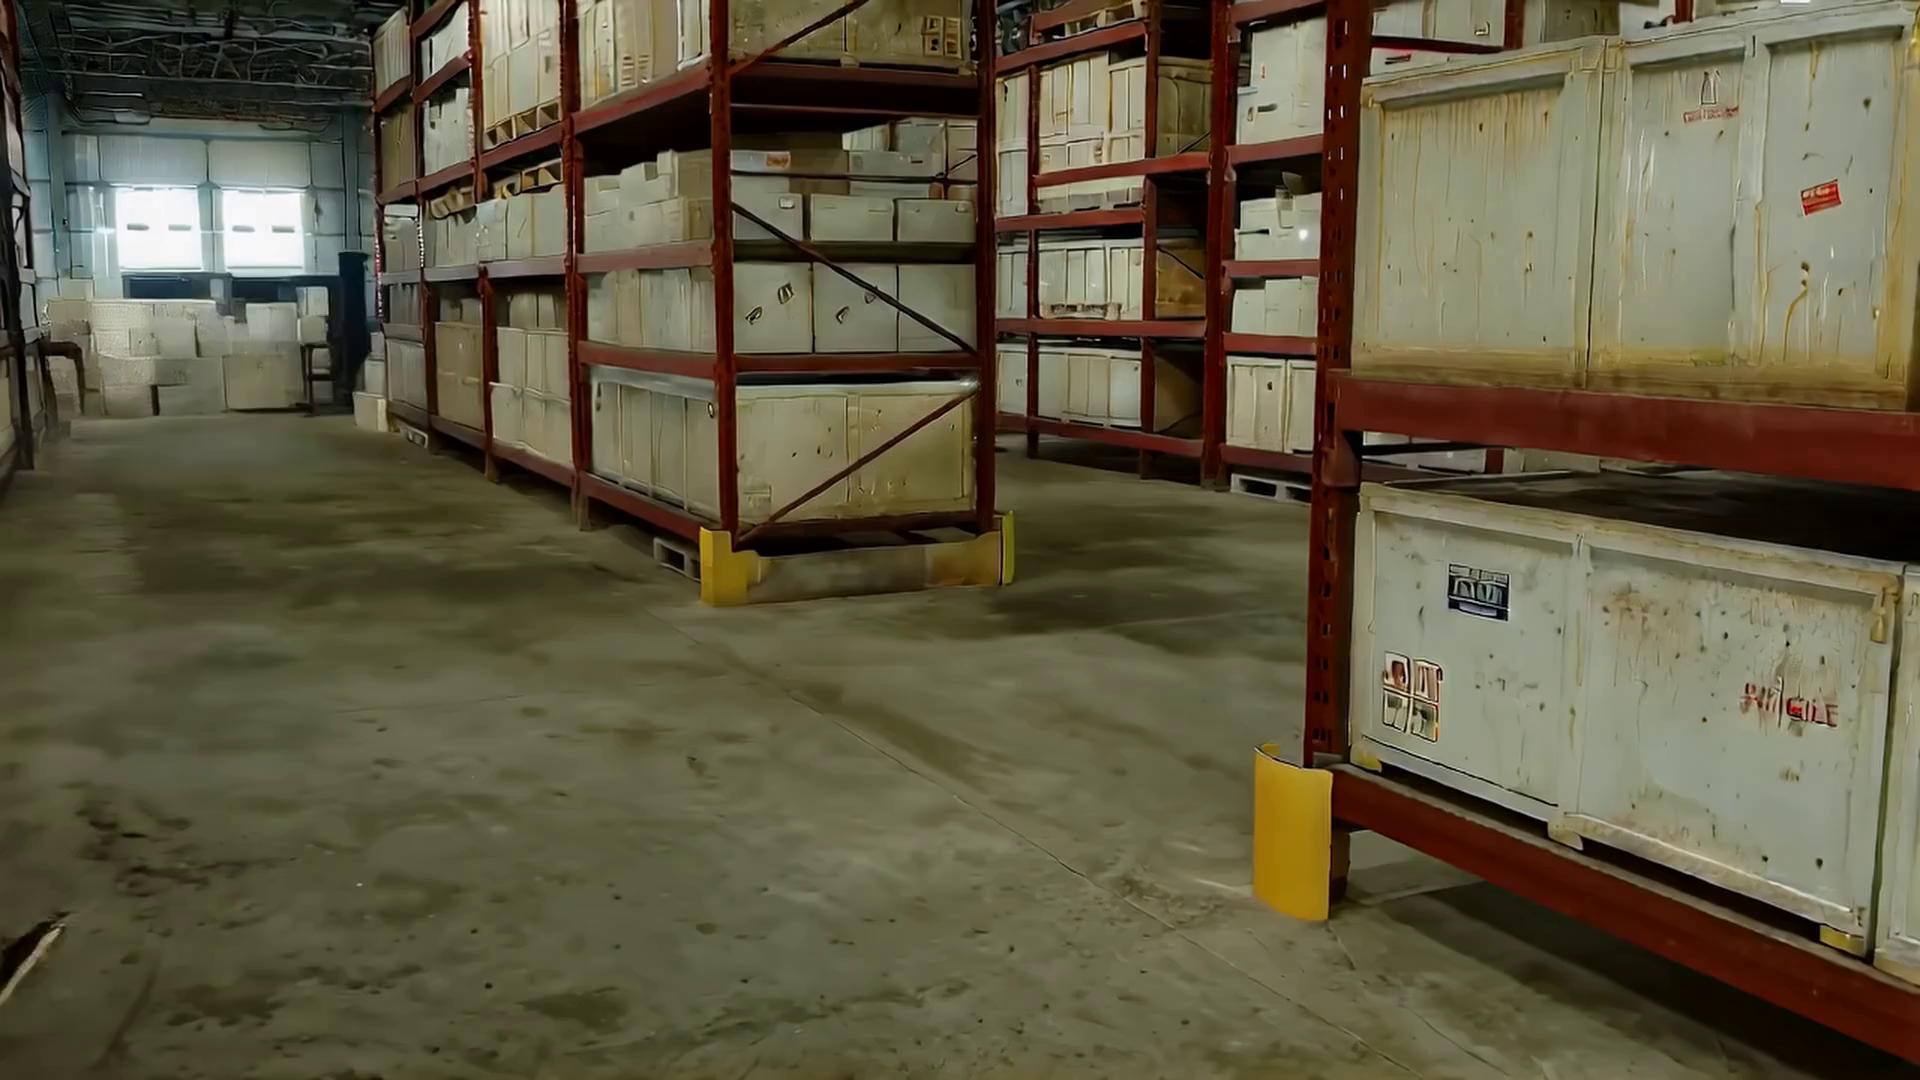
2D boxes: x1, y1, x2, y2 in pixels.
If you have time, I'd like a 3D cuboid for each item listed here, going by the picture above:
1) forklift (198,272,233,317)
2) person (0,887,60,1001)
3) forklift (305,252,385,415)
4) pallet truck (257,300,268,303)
[{"bbox_3d":[-22.637,-6.767,50.750,1.873,2.768,1.129,5,9,29],"label":"forklift"},{"bbox_3d":[-2.788,0.448,4.366,0.500,1.893,0.668,-4,9,-26],"label":"person"},{"bbox_3d":[-10.541,-3.613,29.002,1.873,2.768,1.129,-4,9,-27],"label":"forklift"},{"bbox_3d":[-23.913,-7.404,58.171,1.885,1.965,0.823,-1,8,-9],"label":"pallet truck"}]
